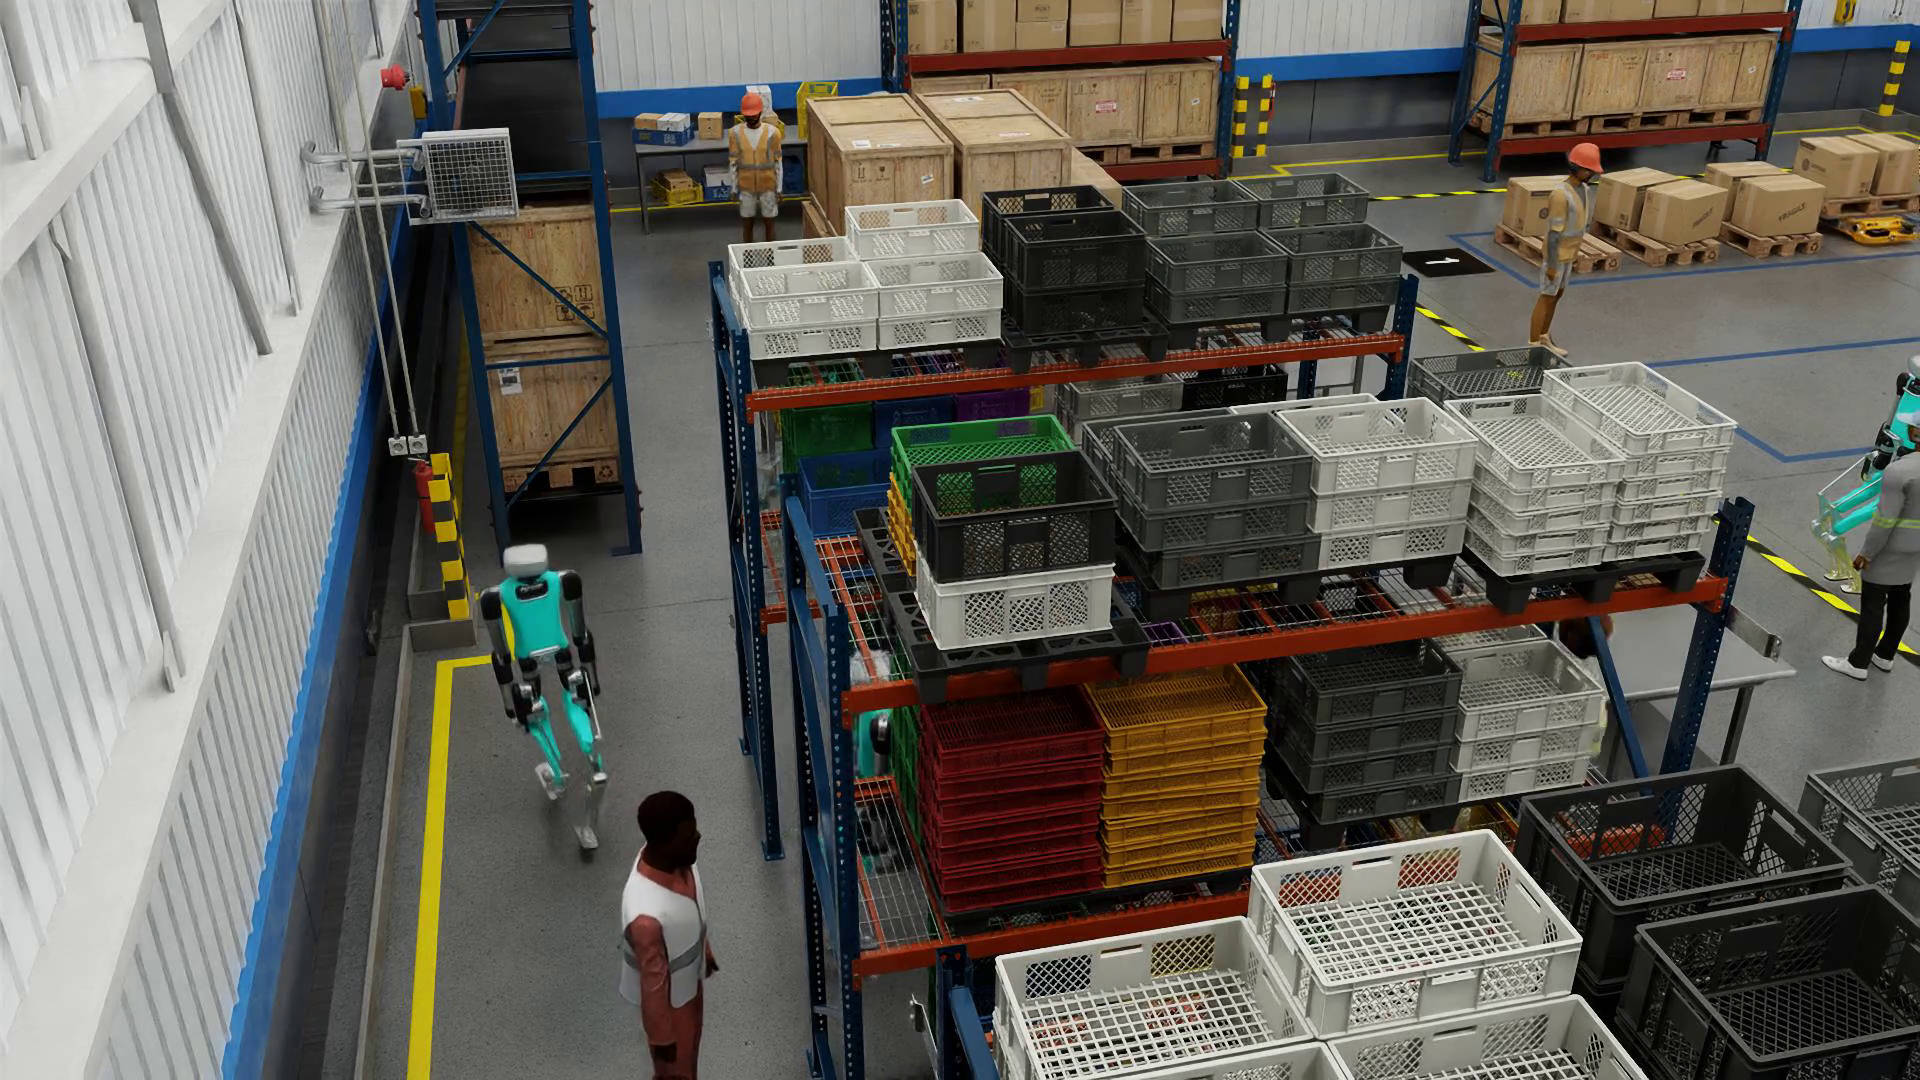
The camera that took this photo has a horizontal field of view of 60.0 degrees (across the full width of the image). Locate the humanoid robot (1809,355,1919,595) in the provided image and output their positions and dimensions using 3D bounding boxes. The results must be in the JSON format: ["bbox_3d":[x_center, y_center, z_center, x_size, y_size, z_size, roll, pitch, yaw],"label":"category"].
[{"bbox_3d":[6.075,-0.430,11.142,0.735,1.677,0.533,-1,28,-2],"label":"humanoid robot"}]

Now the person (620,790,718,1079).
[{"bbox_3d":[-1.179,1.826,6.823,0.386,1.914,0.593,2,28,4],"label":"person"}]

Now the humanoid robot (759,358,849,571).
[{"bbox_3d":[-1.095,-0.478,11.439,1.038,1.771,0.543,-10,29,-17],"label":"humanoid robot"}]

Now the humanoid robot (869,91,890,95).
[{"bbox_3d":[-1.107,-3.961,18.083,0.867,1.871,0.567,11,30,20],"label":"humanoid robot"}]

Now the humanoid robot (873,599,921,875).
[{"bbox_3d":[-0.313,1.020,8.603,0.314,1.654,0.601,-9,29,-17],"label":"humanoid robot"}]

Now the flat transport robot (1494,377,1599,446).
[{"bbox_3d":[4.780,-1.036,14.013,0.659,0.231,1.431,-6,28,-12],"label":"flat transport robot"}]

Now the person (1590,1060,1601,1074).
[{"bbox_3d":[2.225,2.286,6.111,0.379,1.751,0.549,-15,31,-26],"label":"person"}]

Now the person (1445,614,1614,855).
[{"bbox_3d":[2.907,1.057,8.381,0.688,1.819,0.635,7,29,13],"label":"person"}]

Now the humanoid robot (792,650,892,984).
[{"bbox_3d":[-0.569,1.347,7.943,0.689,1.824,0.543,-2,28,-4],"label":"humanoid robot"}]

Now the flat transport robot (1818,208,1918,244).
[{"bbox_3d":[10.196,-3.717,19.068,0.652,0.197,1.431,-6,28,-12],"label":"flat transport robot"}]

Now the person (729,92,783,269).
[{"bbox_3d":[-2.103,-3.661,17.206,0.550,1.932,0.374,-1,28,-1],"label":"person"}]

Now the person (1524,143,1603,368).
[{"bbox_3d":[5.467,-2.580,15.046,0.385,2.039,0.605,20,34,33],"label":"person"}]

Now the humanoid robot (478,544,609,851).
[{"bbox_3d":[-2.140,0.890,8.784,0.560,1.730,1.028,-12,30,-21],"label":"humanoid robot"}]

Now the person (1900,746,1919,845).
[{"bbox_3d":[4.615,1.388,7.722,0.351,1.846,0.505,-19,33,-32],"label":"person"}]

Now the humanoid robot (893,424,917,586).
[{"bbox_3d":[-0.385,0.015,10.511,0.463,1.642,0.608,-12,30,-22],"label":"humanoid robot"}]

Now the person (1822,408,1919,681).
[{"bbox_3d":[5.803,0.007,10.335,0.596,1.850,0.384,-11,30,-20],"label":"person"}]
